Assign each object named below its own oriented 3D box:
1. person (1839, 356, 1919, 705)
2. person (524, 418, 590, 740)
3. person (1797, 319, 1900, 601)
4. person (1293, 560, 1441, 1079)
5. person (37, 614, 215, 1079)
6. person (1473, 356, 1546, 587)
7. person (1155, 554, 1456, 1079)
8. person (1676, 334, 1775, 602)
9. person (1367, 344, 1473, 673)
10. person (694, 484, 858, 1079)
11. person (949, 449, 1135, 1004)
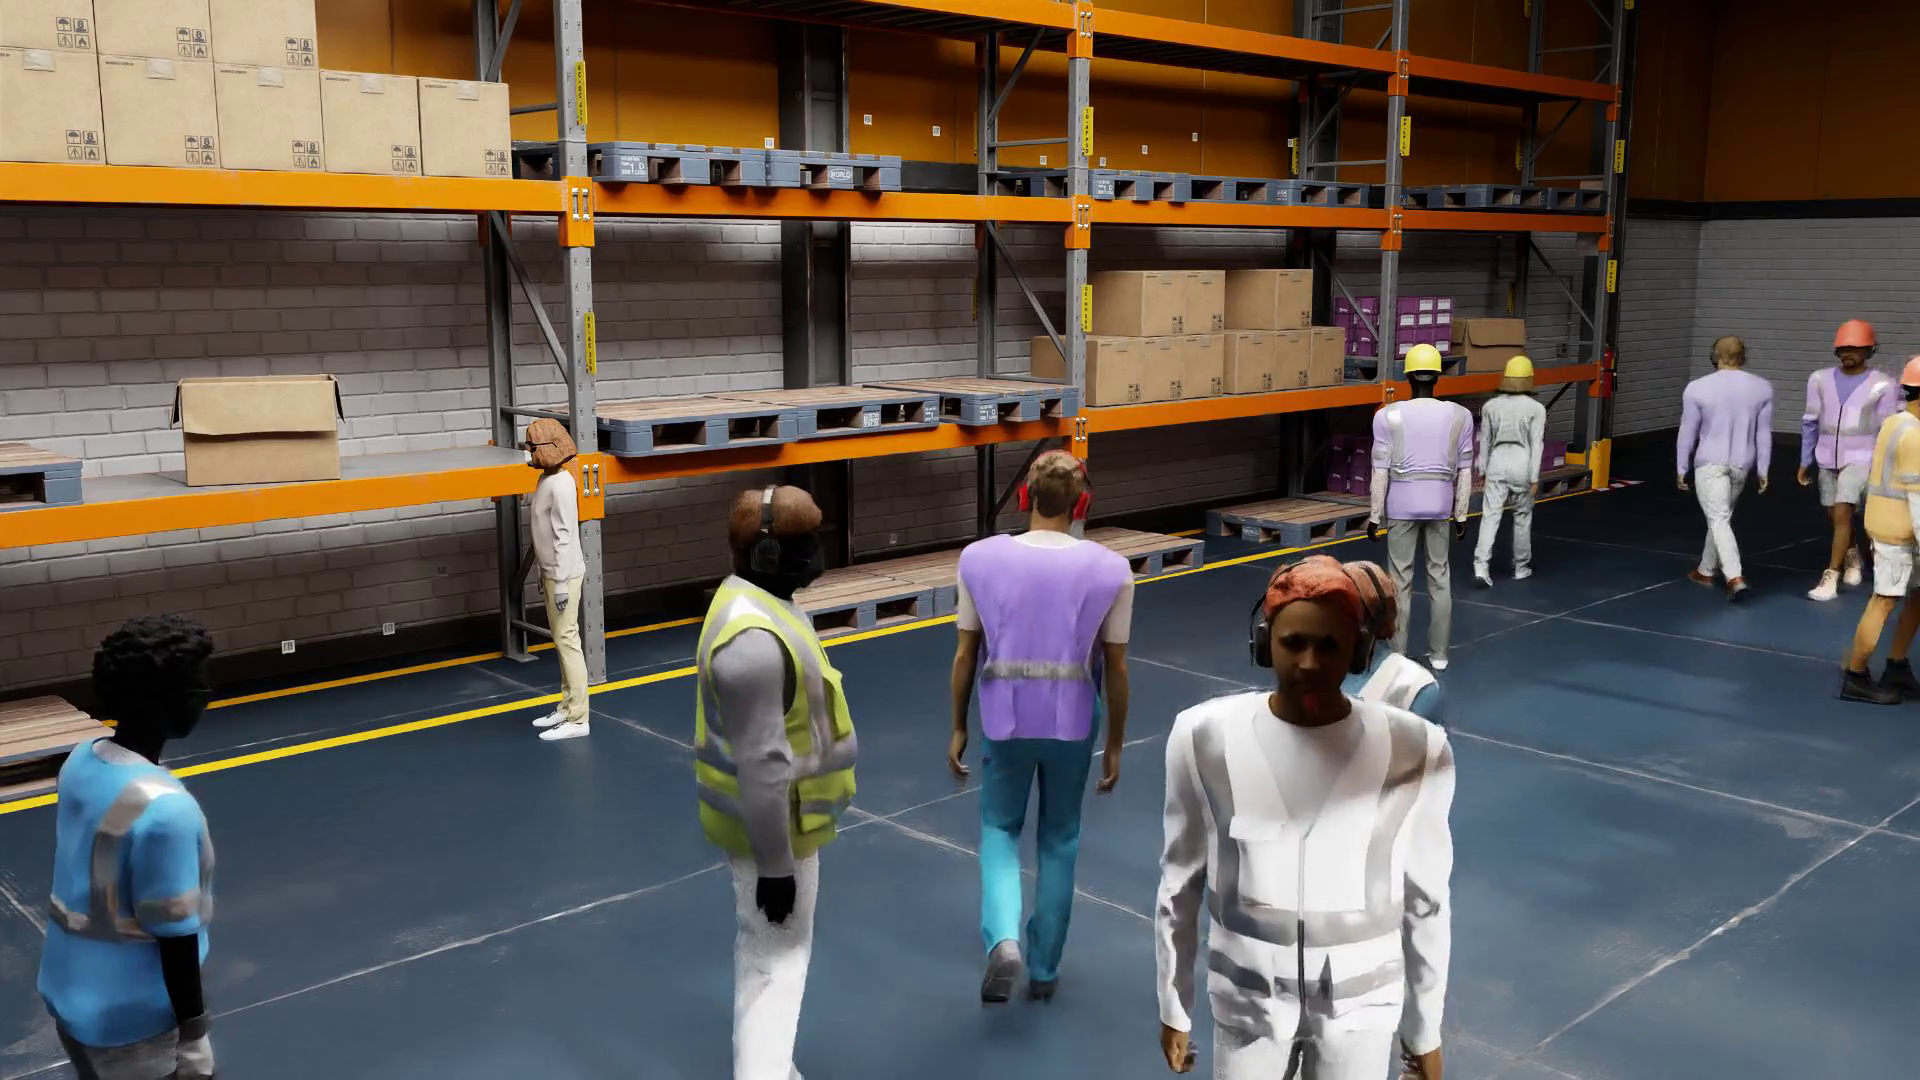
[{"bbox_3d":[5.120,-0.039,8.929,0.648,1.911,0.567,3,10,20],"label":"person"},{"bbox_3d":[-2.040,0.194,8.420,0.277,1.629,0.497,-4,10,-21],"label":"person"},{"bbox_3d":[6.423,-0.597,11.974,1.022,2.004,0.598,-8,12,-38],"label":"person"},{"bbox_3d":[1.113,0.857,4.634,0.521,1.657,0.566,9,13,44],"label":"person"},{"bbox_3d":[-1.746,0.993,3.579,0.371,1.680,0.550,-9,13,-43],"label":"person"},{"bbox_3d":[4.056,-0.509,12.298,0.493,1.703,0.899,7,12,35],"label":"person"},{"bbox_3d":[0.705,0.930,3.453,0.584,1.863,0.758,2,10,14],"label":"person"},{"bbox_3d":[5.470,-0.521,11.874,0.630,1.888,1.030,0,10,0],"label":"person"},{"bbox_3d":[2.677,-0.180,9.733,0.594,1.922,0.385,0,10,-1],"label":"person"},{"bbox_3d":[-0.487,0.763,4.458,0.429,1.841,0.634,-1,10,-6],"label":"person"},{"bbox_3d":[0.253,0.626,5.308,0.593,1.821,0.507,1,10,5],"label":"person"}]
